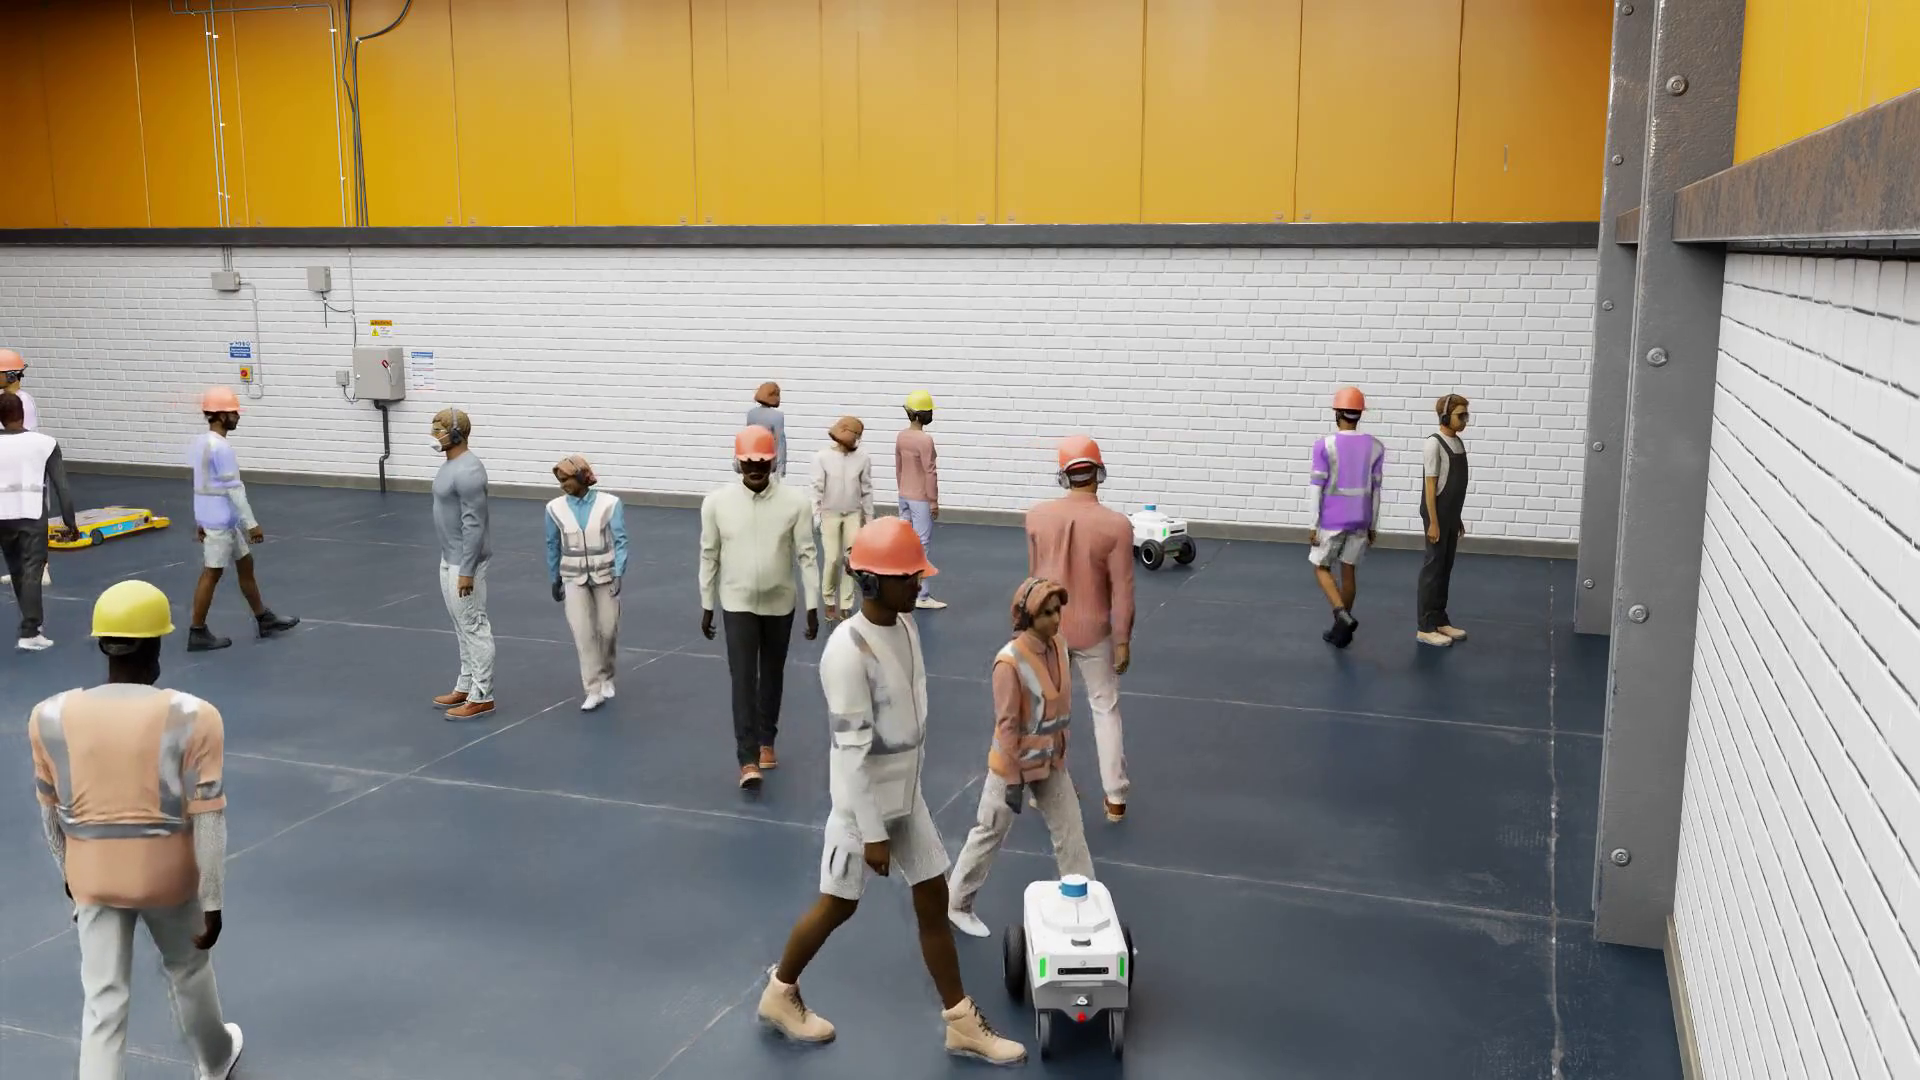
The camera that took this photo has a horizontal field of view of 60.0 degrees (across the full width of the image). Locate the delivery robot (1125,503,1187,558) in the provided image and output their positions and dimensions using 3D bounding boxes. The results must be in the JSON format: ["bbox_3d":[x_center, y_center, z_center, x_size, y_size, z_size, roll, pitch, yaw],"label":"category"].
[{"bbox_3d":[1.746,-0.095,15.275,0.477,0.478,0.707,-8,13,-38],"label":"delivery robot"}]

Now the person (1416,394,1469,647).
[{"bbox_3d":[3.569,-0.153,12.233,0.345,1.846,0.508,8,13,37],"label":"person"}]

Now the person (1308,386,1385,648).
[{"bbox_3d":[2.781,-0.142,11.954,0.553,1.919,0.614,-2,10,-10],"label":"person"}]

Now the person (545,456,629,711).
[{"bbox_3d":[-2.363,0.259,10.571,0.531,1.594,0.518,-1,10,-7],"label":"person"}]

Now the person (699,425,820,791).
[{"bbox_3d":[-1.065,0.369,8.975,0.647,1.950,0.962,-2,10,-13],"label":"person"}]

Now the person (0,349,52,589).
[{"bbox_3d":[-8.053,-0.602,14.200,0.370,2.044,0.608,-9,13,-41],"label":"person"}]

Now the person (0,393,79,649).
[{"bbox_3d":[-6.891,-0.151,12.250,0.669,1.847,1.048,-3,11,-16],"label":"person"}]

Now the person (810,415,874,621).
[{"bbox_3d":[-0.903,-0.163,12.926,0.540,1.610,0.372,-4,11,-21],"label":"person"}]

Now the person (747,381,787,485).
[{"bbox_3d":[-1.937,-0.747,16.255,0.516,1.607,0.668,8,13,39],"label":"person"}]

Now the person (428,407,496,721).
[{"bbox_3d":[-3.093,0.141,10.314,0.372,1.940,0.630,-5,11,-28],"label":"person"}]

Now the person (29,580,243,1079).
[{"bbox_3d":[-2.628,1.054,5.354,0.589,1.875,0.993,-2,10,-11],"label":"person"}]

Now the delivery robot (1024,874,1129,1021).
[{"bbox_3d":[0.428,1.504,6.255,0.477,0.478,0.707,0,11,-2],"label":"delivery robot"}]

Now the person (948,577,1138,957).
[{"bbox_3d":[0.282,0.929,6.869,0.892,1.589,0.517,7,12,35],"label":"person"}]

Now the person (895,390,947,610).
[{"bbox_3d":[-0.330,-0.325,13.422,0.313,1.769,0.523,-7,12,-33],"label":"person"}]

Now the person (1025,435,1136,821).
[{"bbox_3d":[0.624,0.454,8.513,0.625,1.976,0.438,4,11,23],"label":"person"}]

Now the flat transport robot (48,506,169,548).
[{"bbox_3d":[-8.657,-0.139,16.585,0.652,0.197,1.431,2,10,12],"label":"flat transport robot"}]

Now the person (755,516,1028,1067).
[{"bbox_3d":[-0.297,0.897,5.939,1.022,2.004,0.614,5,11,26],"label":"person"}]

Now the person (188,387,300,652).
[{"bbox_3d":[-5.259,-0.161,12.125,0.920,1.898,0.552,-7,12,-34],"label":"person"}]
